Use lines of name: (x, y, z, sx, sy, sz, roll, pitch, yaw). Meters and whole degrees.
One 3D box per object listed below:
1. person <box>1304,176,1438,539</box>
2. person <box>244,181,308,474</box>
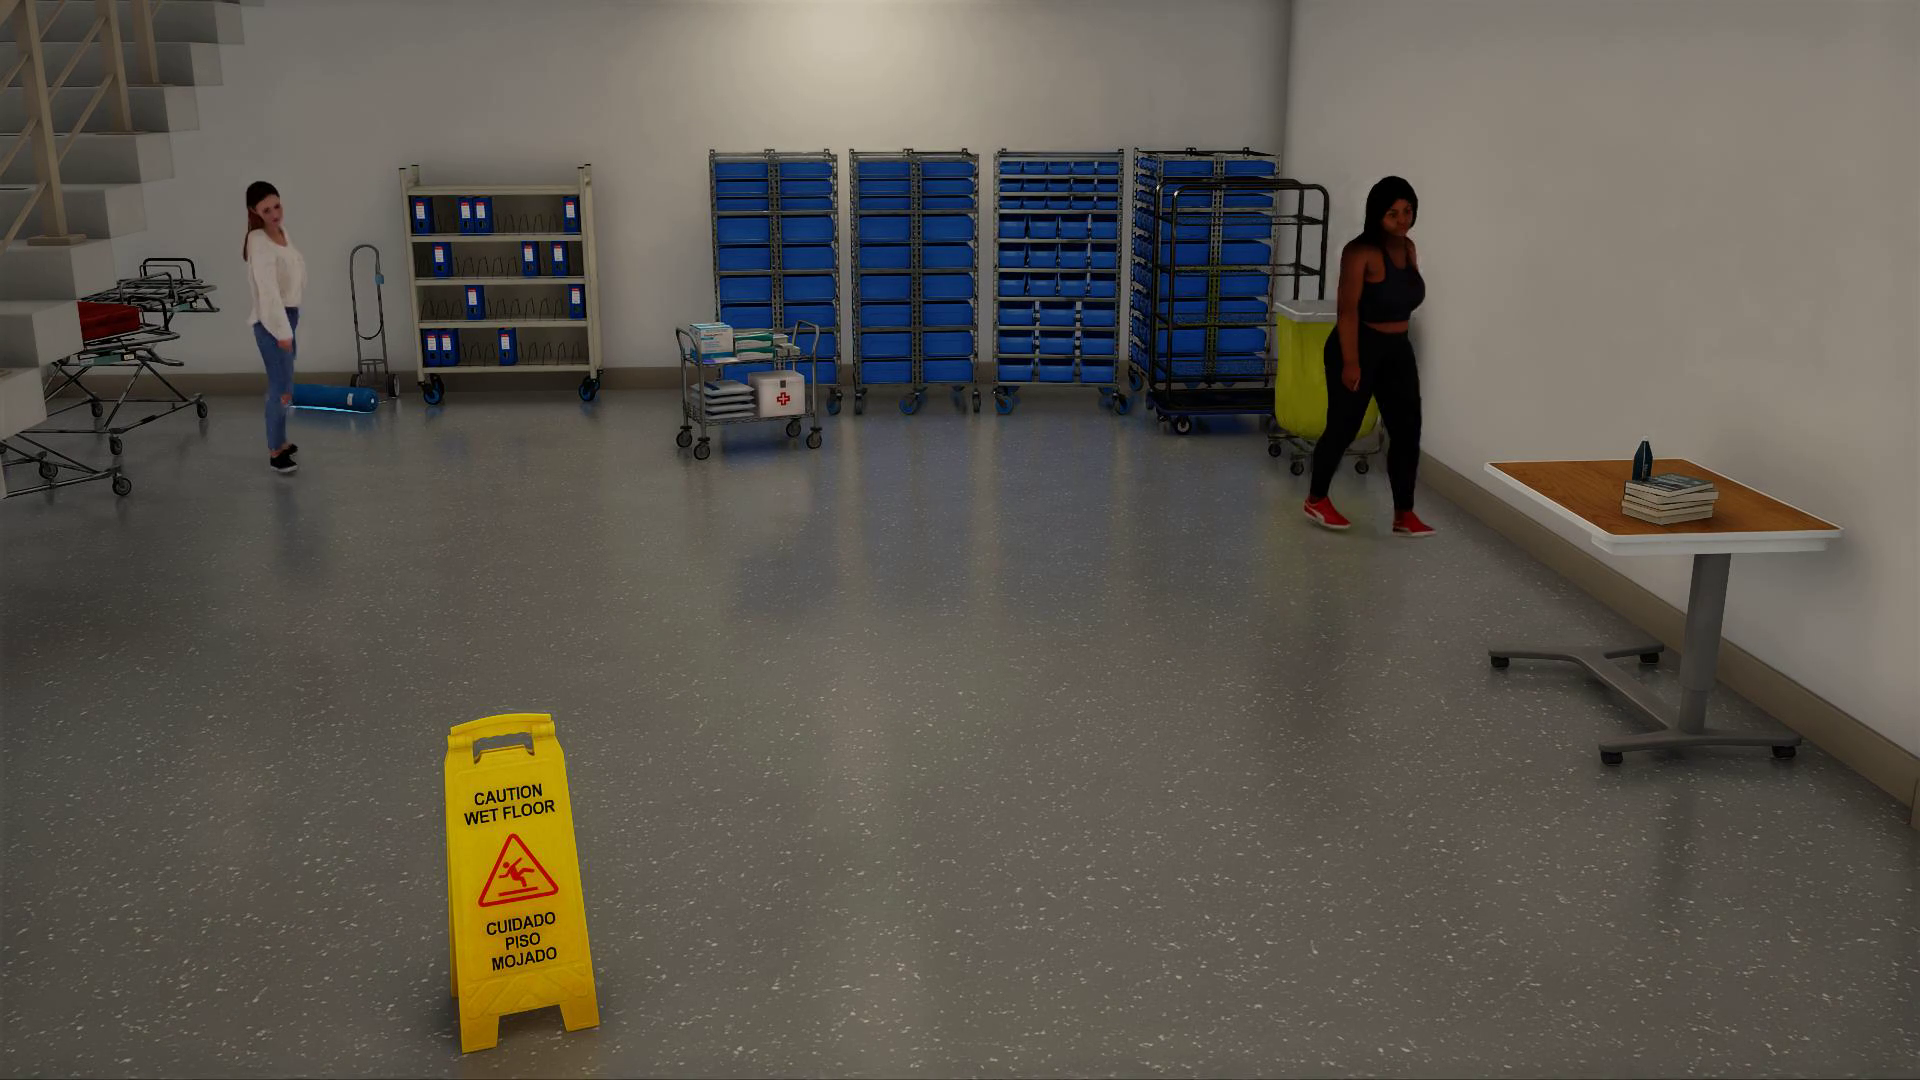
person: (1.982, -0.891, 8.246, 0.962, 1.772, 1.164, -11, 19, -34)
person: (-3.995, -1.242, 9.674, 0.823, 1.672, 0.511, -6, 17, -19)
